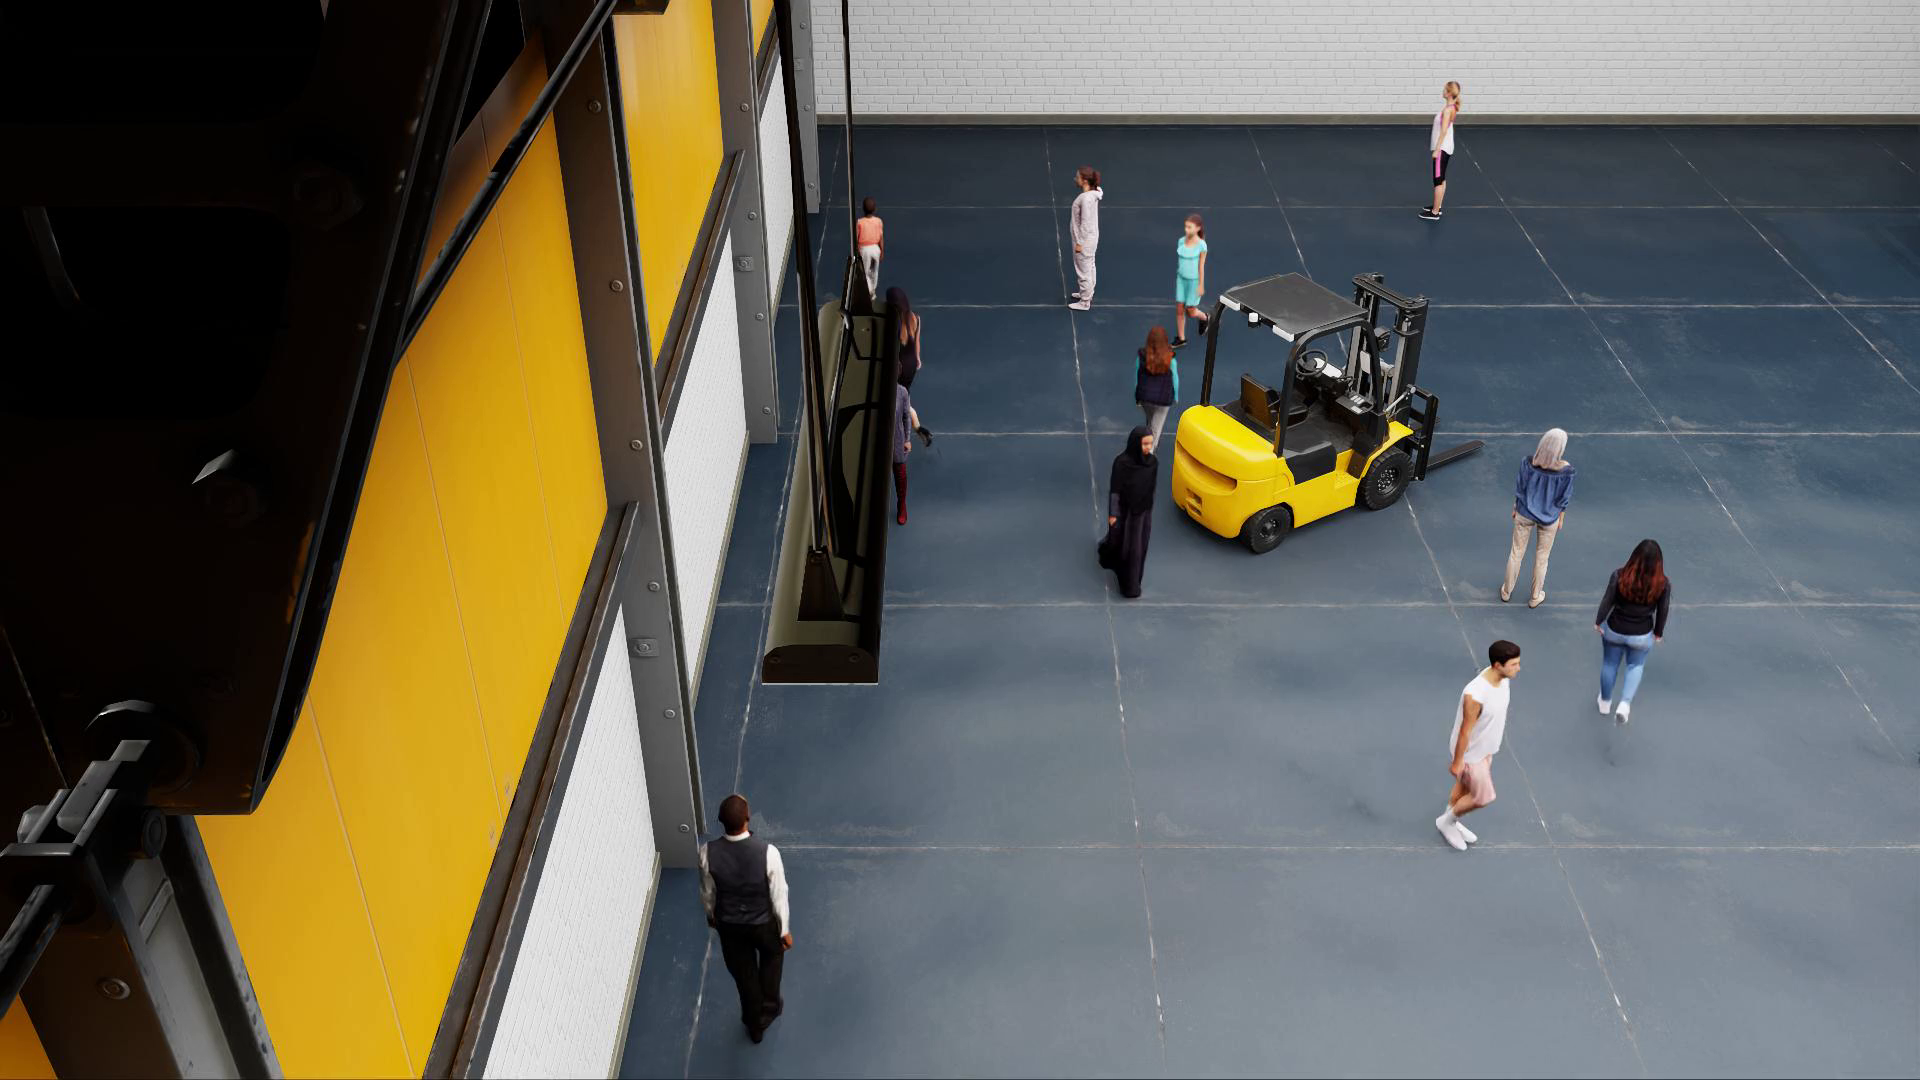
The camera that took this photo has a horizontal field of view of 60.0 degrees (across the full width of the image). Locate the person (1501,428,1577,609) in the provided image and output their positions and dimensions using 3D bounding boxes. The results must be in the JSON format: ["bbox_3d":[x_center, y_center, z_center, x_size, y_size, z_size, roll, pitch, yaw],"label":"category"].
[{"bbox_3d":[4.916,-0.198,14.161,0.702,1.697,0.705,15,36,21],"label":"person"}]

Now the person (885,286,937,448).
[{"bbox_3d":[-0.535,-1.645,16.349,1.127,1.686,1.069,28,43,35],"label":"person"}]

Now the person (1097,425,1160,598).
[{"bbox_3d":[1.466,-0.301,14.412,0.727,1.592,0.946,-7,34,-10],"label":"person"}]

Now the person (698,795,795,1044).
[{"bbox_3d":[-1.304,2.378,10.095,0.720,1.908,0.657,1,34,2],"label":"person"}]

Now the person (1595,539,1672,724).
[{"bbox_3d":[5.160,0.743,12.813,0.779,1.622,0.884,10,35,15],"label":"person"}]

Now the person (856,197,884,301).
[{"bbox_3d":[-1.048,-3.310,19.205,0.634,1.297,0.854,-9,35,-13],"label":"person"}]

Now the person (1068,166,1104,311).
[{"bbox_3d":[1.458,-3.484,19.110,0.742,1.692,0.581,7,34,10],"label":"person"}]

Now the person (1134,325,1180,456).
[{"bbox_3d":[1.869,-1.333,16.069,0.839,1.476,1.037,16,37,23],"label":"person"}]

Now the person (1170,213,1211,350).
[{"bbox_3d":[2.573,-2.857,18.299,0.895,1.546,0.844,-27,42,-35],"label":"person"}]

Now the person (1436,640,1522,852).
[{"bbox_3d":[3.544,1.404,11.684,0.869,1.772,0.798,25,41,33],"label":"person"}]

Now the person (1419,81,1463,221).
[{"bbox_3d":[6.193,-4.997,21.299,0.741,1.788,0.618,16,37,23],"label":"person"}]
